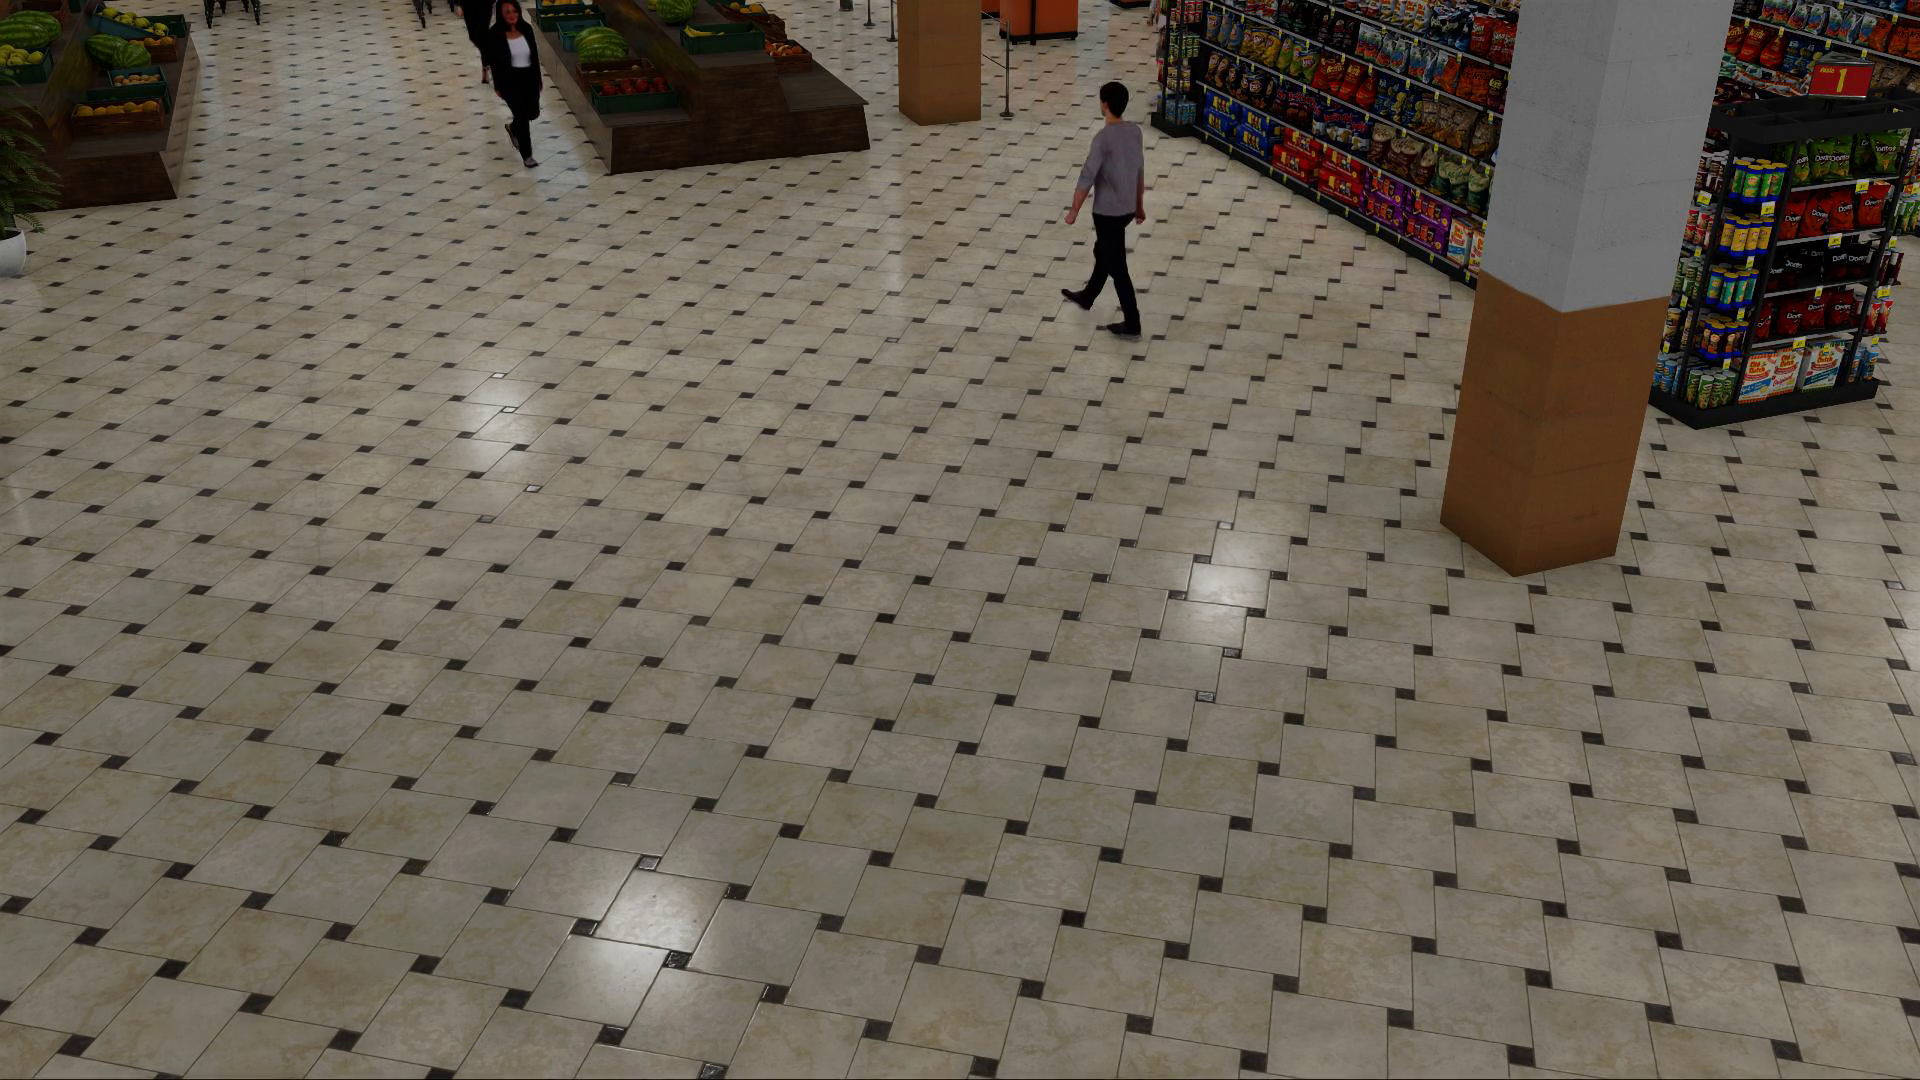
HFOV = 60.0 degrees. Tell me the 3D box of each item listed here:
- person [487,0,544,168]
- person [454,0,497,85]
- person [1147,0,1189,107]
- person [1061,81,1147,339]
[{"bbox_3d":[-4.296,-4.429,16.038,0.866,1.598,1.041,-24,37,-37],"label":"person"},{"bbox_3d":[-5.525,-6.122,19.047,0.738,1.686,1.019,-5,29,-8],"label":"person"},{"bbox_3d":[2.360,-5.653,18.050,0.819,1.817,0.710,-14,32,-24],"label":"person"},{"bbox_3d":[1.186,-2.331,11.980,1.193,1.804,1.029,20,34,32],"label":"person"}]
